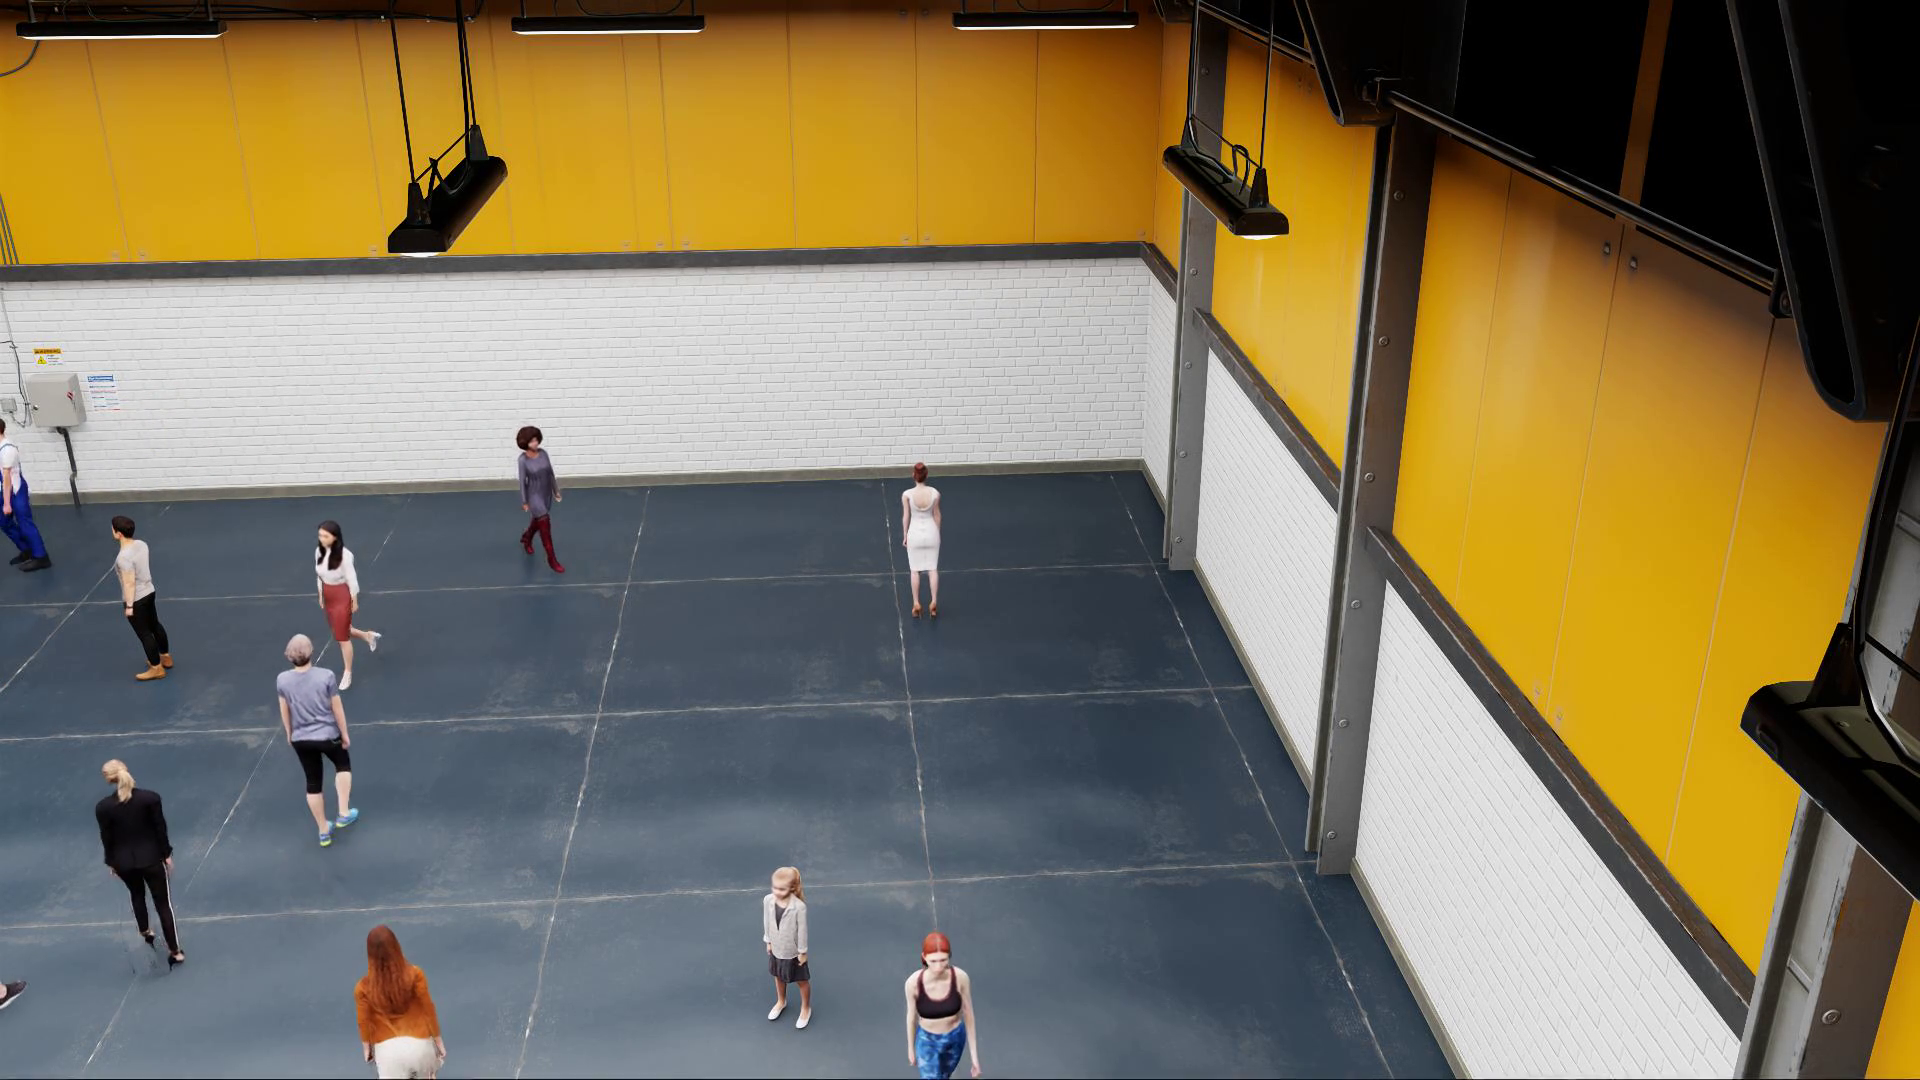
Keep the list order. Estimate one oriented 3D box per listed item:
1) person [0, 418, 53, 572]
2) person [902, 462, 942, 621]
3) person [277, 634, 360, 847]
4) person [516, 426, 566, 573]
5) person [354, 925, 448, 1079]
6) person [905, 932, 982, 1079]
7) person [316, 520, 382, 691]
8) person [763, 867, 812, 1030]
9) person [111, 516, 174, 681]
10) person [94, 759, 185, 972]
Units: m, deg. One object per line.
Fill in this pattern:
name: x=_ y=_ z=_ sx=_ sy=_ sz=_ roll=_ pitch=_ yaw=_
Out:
person: x=-10.582 y=-0.533 z=18.804 sx=0.830 sy=1.837 sz=0.760 roll=-15 pitch=28 yaw=-31
person: x=-0.401 y=0.003 z=17.635 sx=0.564 sy=1.791 sz=0.486 roll=-1 pitch=24 yaw=-3
person: x=-5.300 y=1.684 z=13.687 sx=0.693 sy=1.873 sz=0.684 roll=-3 pitch=24 yaw=-8
person: x=-4.833 y=-0.492 z=18.909 sx=1.071 sy=1.677 sz=1.060 roll=16 pitch=28 yaw=32
person: x=-3.465 y=3.220 z=10.380 sx=0.712 sy=1.706 sz=0.691 roll=-8 pitch=25 yaw=-18
person: x=-0.131 y=3.175 z=10.450 sx=0.696 sy=1.733 sz=1.234 roll=-5 pitch=24 yaw=-11
person: x=-6.051 y=0.598 z=16.345 sx=0.869 sy=1.733 sz=1.012 roll=10 pitch=26 yaw=22
person: x=-1.215 y=2.854 z=11.758 sx=0.591 sy=1.274 sz=0.633 roll=10 pitch=26 yaw=22
person: x=-8.124 y=0.553 z=16.462 sx=0.686 sy=1.722 sz=0.487 roll=0 pitch=24 yaw=1
person: x=-6.039 y=2.428 z=12.234 sx=0.681 sy=1.674 sz=0.780 roll=-3 pitch=24 yaw=-6
